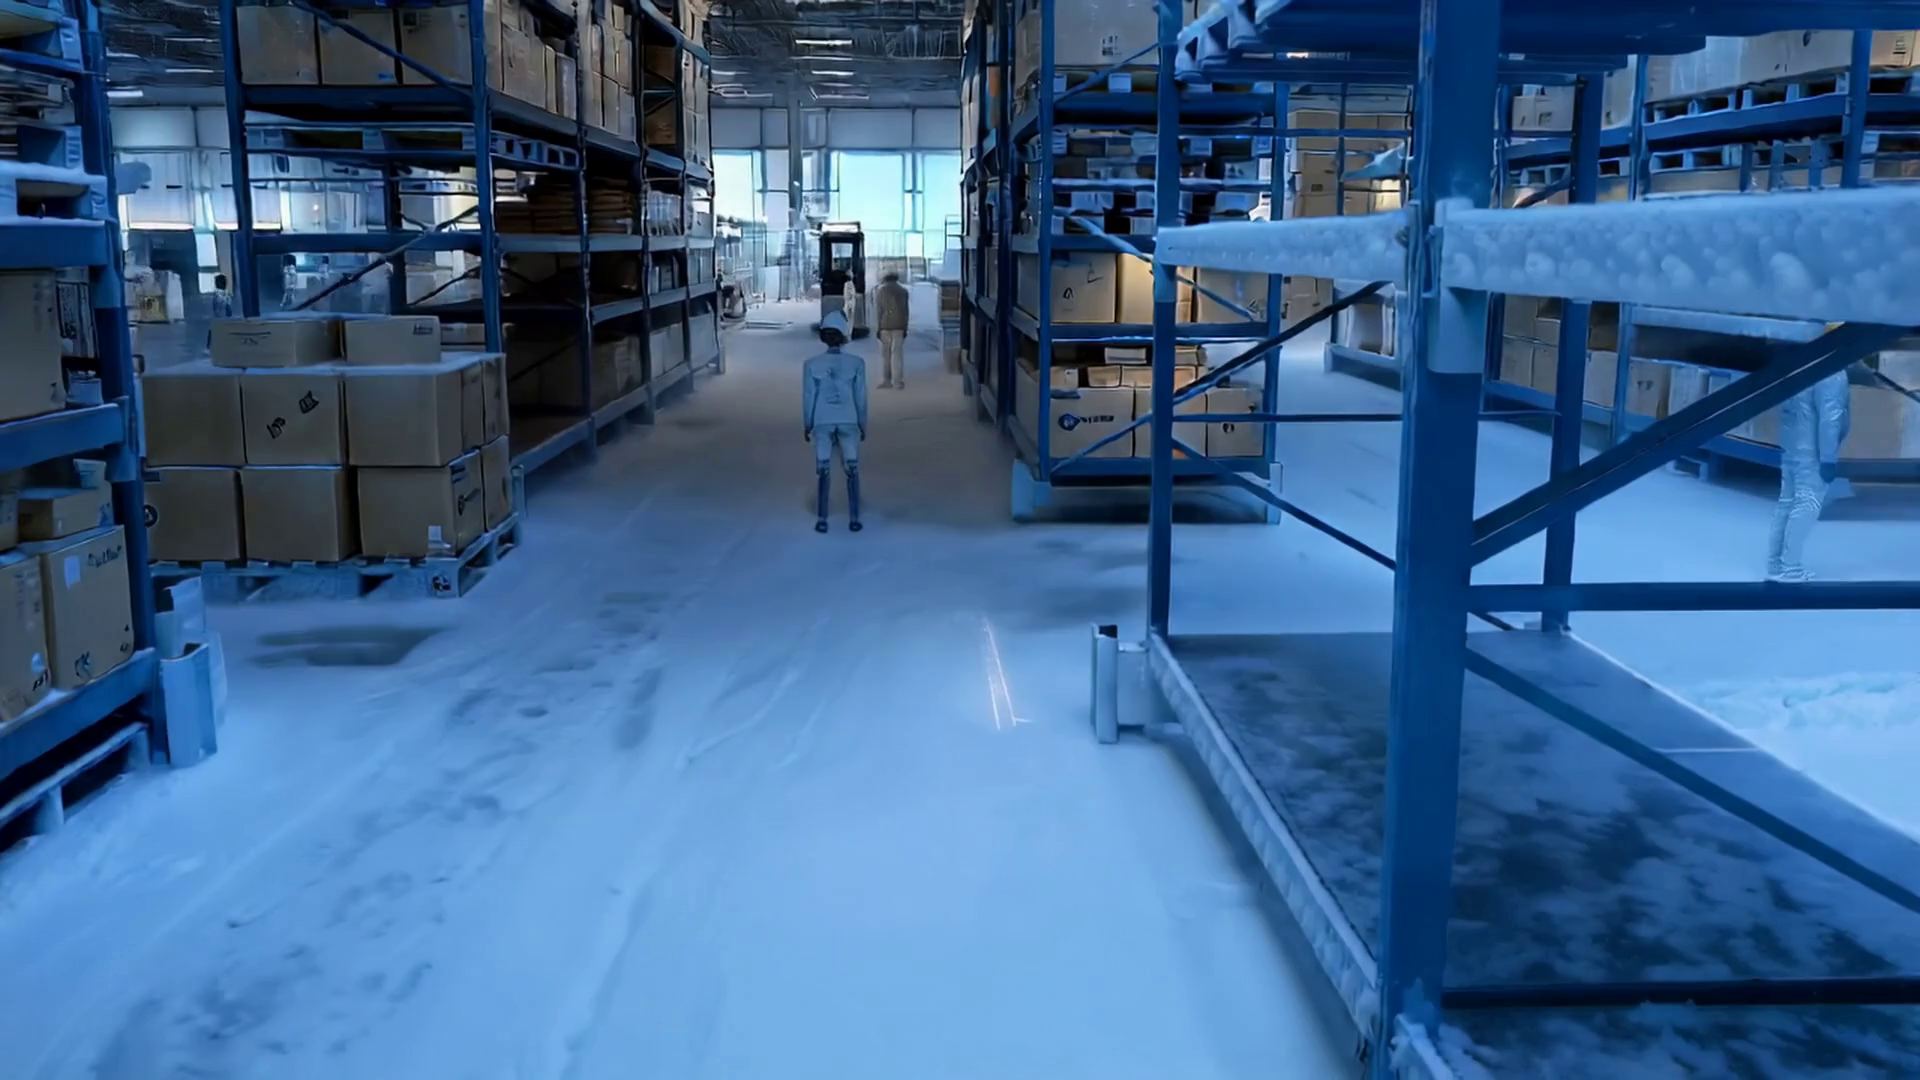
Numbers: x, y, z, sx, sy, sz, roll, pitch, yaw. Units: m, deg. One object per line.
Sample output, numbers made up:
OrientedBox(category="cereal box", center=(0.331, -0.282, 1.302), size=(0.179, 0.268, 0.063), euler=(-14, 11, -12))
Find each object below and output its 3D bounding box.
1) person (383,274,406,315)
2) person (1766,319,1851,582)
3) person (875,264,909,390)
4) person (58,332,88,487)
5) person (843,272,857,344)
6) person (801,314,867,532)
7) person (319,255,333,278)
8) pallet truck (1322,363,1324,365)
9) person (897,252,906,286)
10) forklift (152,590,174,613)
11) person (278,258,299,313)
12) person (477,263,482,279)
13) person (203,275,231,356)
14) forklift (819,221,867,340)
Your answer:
OrientedBox(category="person", center=(-9.745, -3.650, 28.300), size=(0.643, 1.883, 0.967), euler=(10, 14, 43))
OrientedBox(category="person", center=(5.770, -0.600, 11.240), size=(0.404, 1.895, 0.662), euler=(2, 10, 9))
OrientedBox(category="person", center=(-1.087, -3.394, 26.498), size=(0.611, 1.995, 0.377), euler=(7, 12, 34))
OrientedBox(category="person", center=(-6.018, -0.515, 11.107), size=(0.376, 1.751, 0.551), euler=(-2, 10, -13))
OrientedBox(category="person", center=(-2.541, -5.365, 38.458), size=(0.312, 1.642, 0.512), euler=(2, 10, 10))
OrientedBox(category="person", center=(-1.016, -0.940, 13.460), size=(0.526, 1.768, 0.331), euler=(-1, 10, -4))
OrientedBox(category="person", center=(-24.375, -10.059, 64.108), size=(0.961, 1.817, 0.551), euler=(4, 11, 22))
OrientedBox(category="pallet truck", center=(7.712, -4.157, 30.737), size=(1.885, 1.965, 0.823), euler=(3, 11, 16))
OrientedBox(category="person", center=(-2.301, -10.309, 65.211), size=(0.381, 1.923, 0.592), euler=(1, 10, 4))
OrientedBox(category="forklift", center=(-5.858, -0.811, 9.639), size=(1.873, 2.768, 1.129), euler=(-1, 10, -3))
OrientedBox(category="person", center=(-21.312, -8.072, 52.983), size=(0.956, 1.848, 0.586), euler=(-8, 13, -36))
OrientedBox(category="person", center=(-16.719, -9.126, 58.644), size=(0.583, 1.921, 0.390), euler=(-6, 12, -28))
OrientedBox(category="person", center=(-15.291, -4.633, 34.341), size=(0.868, 1.658, 0.541), euler=(-10, 14, -43))
OrientedBox(category="forklift", center=(-2.815, -6.240, 39.881), size=(1.129, 2.768, 1.873), euler=(0, 10, -2))
